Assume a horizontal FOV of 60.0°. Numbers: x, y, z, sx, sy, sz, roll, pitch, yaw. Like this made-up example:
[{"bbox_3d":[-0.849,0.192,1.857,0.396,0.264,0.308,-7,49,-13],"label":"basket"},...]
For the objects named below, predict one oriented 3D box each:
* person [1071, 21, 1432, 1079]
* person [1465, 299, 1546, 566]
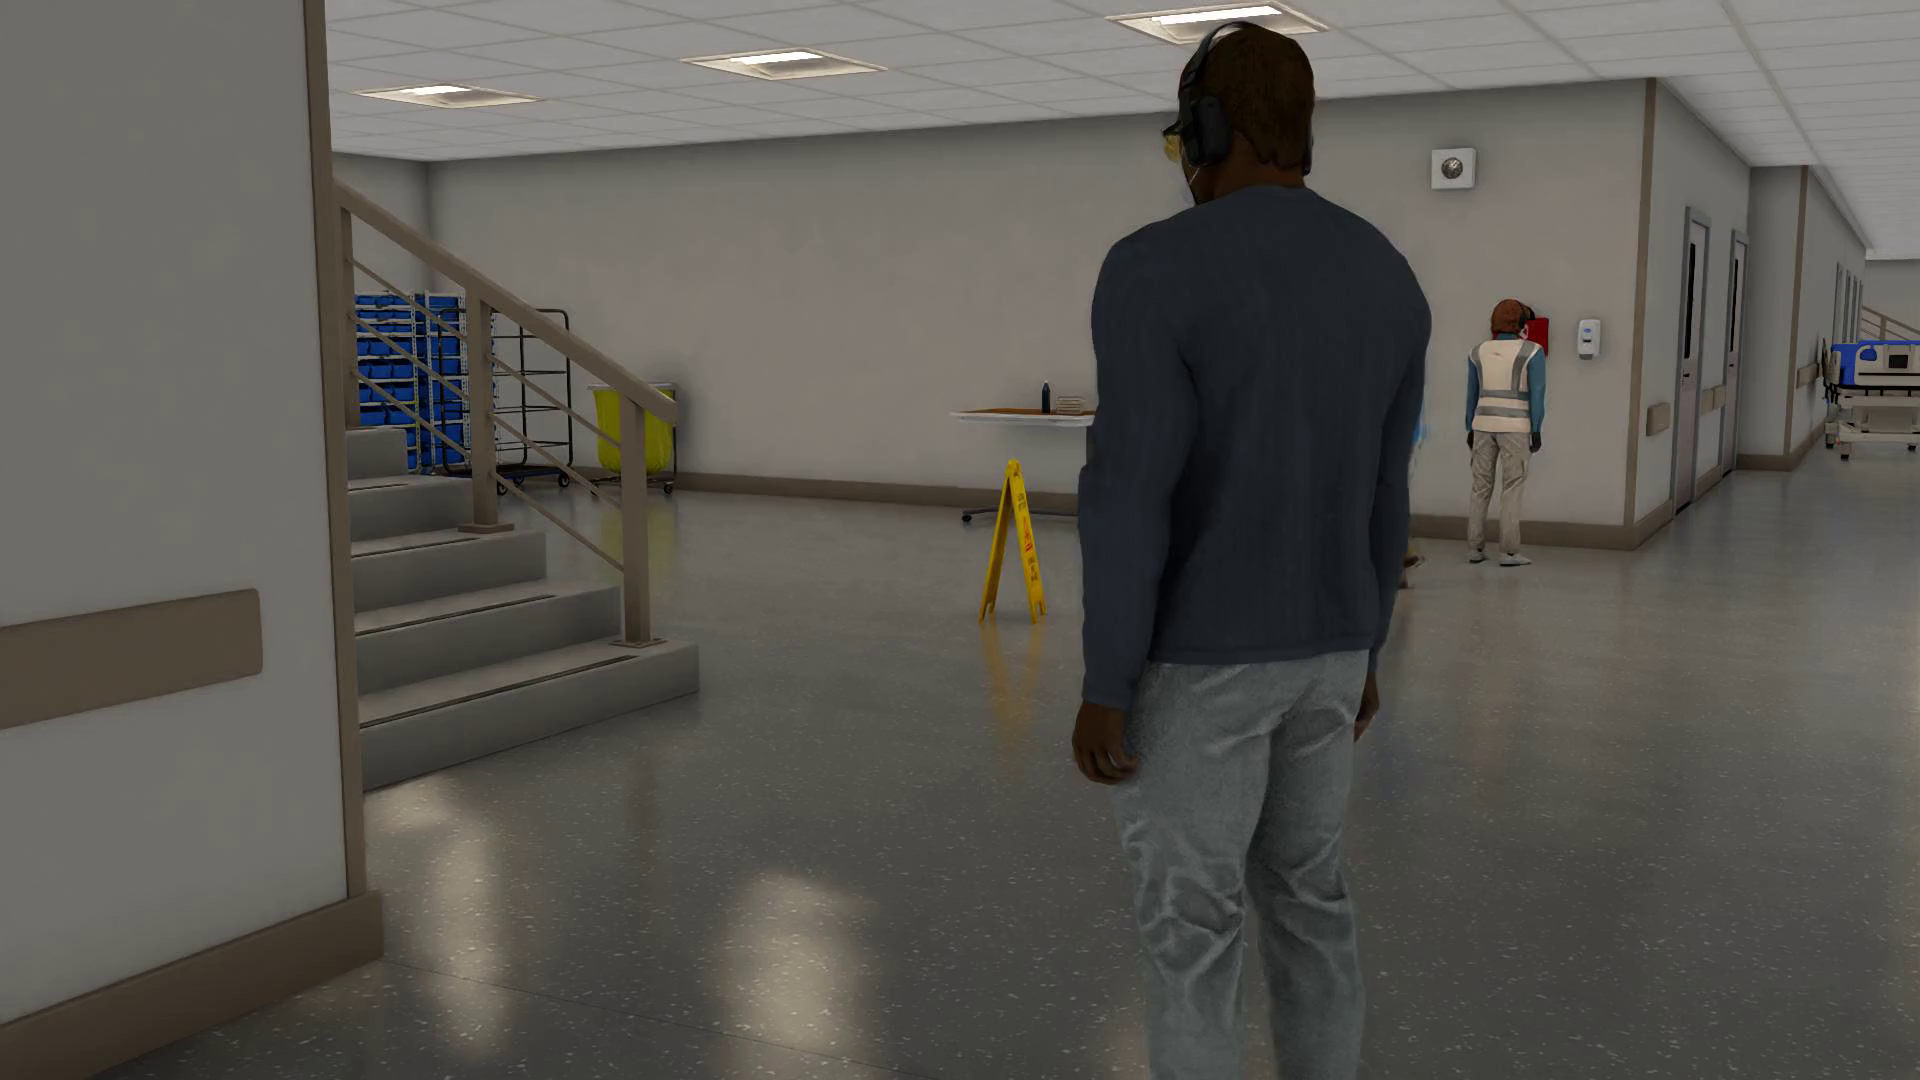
[{"bbox_3d":[0.441,0.188,2.563,0.635,1.929,0.386,-5,9,-34],"label":"person"},{"bbox_3d":[3.322,-0.653,10.179,0.324,1.629,0.507,-7,10,-41],"label":"person"}]
